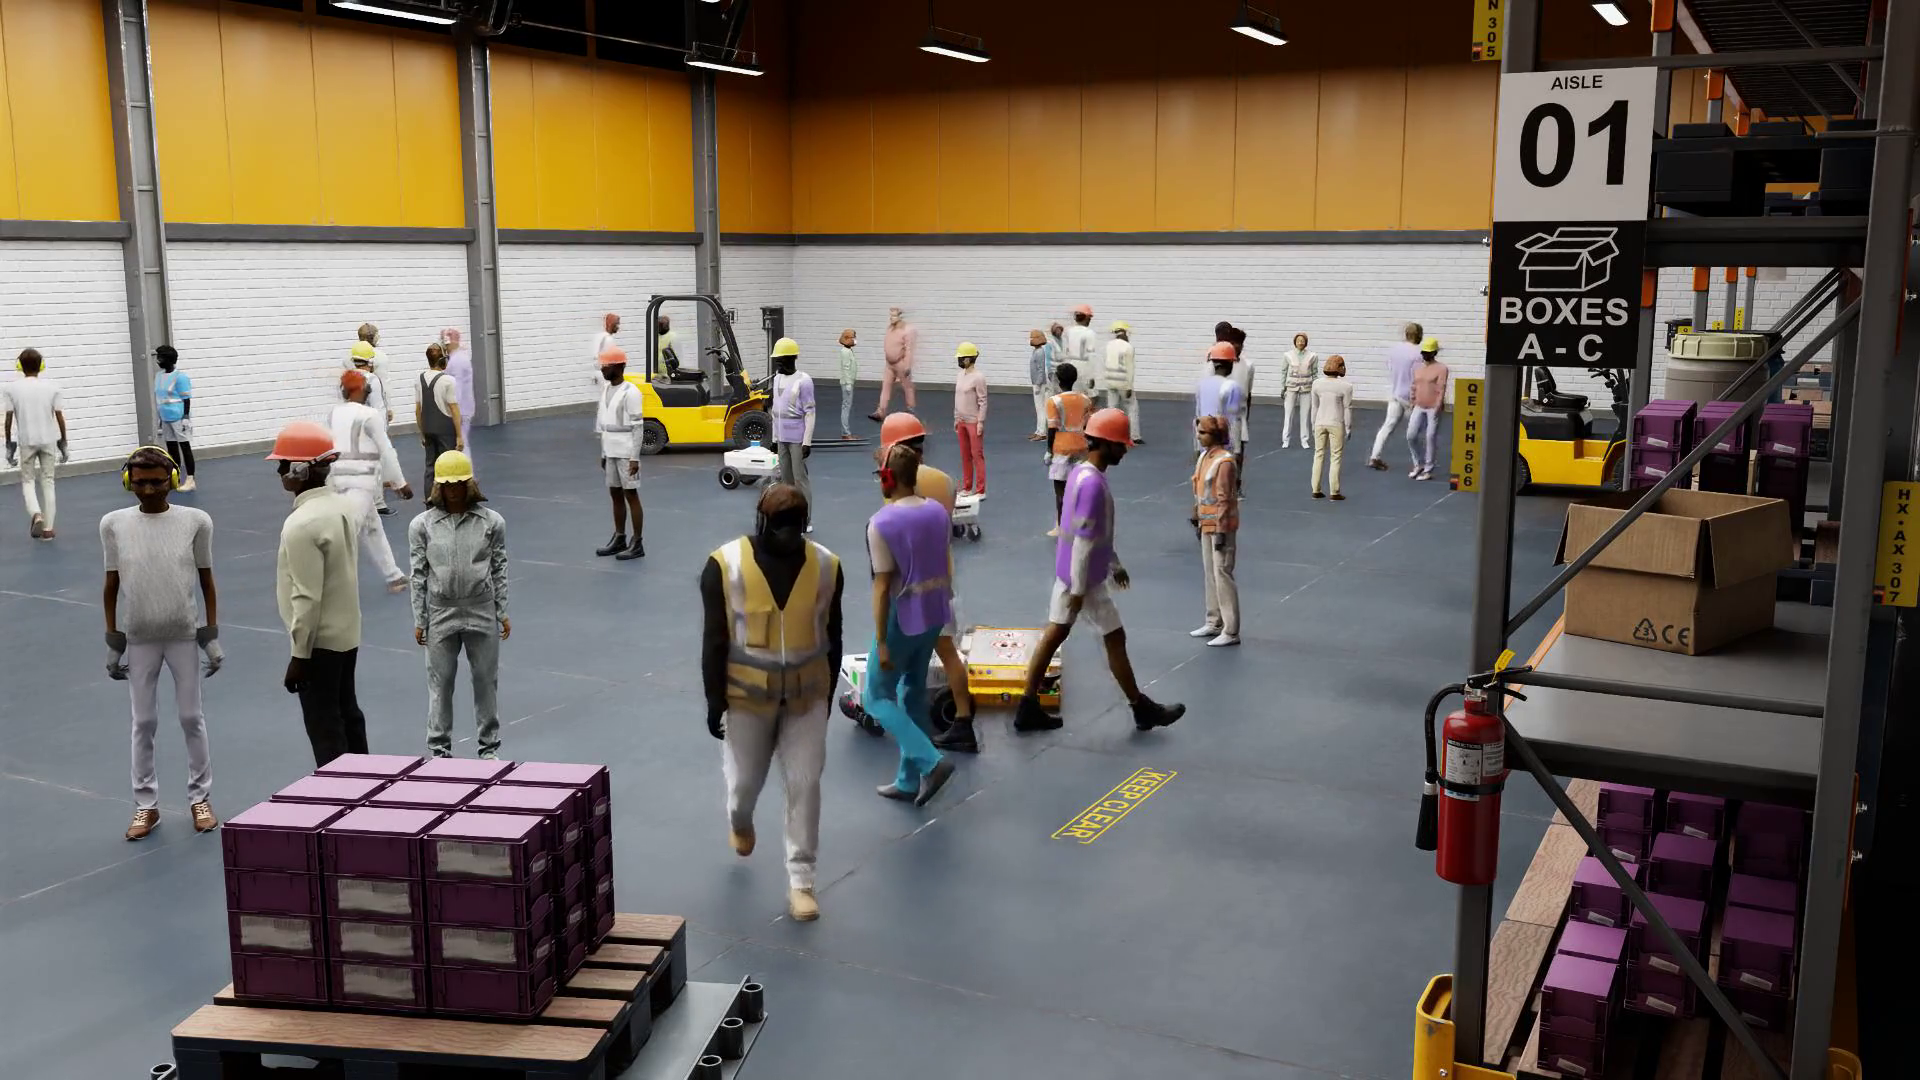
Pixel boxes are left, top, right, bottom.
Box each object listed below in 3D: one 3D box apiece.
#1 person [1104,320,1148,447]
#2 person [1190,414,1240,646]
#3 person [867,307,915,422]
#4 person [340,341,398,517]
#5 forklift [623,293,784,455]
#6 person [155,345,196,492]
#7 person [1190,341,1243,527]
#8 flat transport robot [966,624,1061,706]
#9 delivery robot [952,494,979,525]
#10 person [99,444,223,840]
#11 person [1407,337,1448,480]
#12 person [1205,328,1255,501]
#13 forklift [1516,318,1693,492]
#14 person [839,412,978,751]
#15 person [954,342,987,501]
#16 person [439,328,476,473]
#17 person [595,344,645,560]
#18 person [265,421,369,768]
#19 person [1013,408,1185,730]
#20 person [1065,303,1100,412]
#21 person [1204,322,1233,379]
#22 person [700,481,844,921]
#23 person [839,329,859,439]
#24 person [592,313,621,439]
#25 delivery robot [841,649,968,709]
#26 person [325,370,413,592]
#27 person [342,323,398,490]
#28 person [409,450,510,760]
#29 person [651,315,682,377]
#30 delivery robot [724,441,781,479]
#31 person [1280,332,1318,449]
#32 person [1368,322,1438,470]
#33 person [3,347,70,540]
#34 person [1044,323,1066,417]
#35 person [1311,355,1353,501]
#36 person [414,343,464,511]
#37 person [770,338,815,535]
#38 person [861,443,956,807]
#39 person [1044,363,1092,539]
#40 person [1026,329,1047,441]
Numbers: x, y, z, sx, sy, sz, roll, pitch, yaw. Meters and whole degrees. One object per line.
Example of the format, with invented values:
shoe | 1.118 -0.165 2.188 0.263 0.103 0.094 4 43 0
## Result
person | 2.349 -2.204 23.564 0.716 1.794 0.598 -8 12 -38
person | 1.799 -0.075 11.706 0.320 1.628 0.515 -2 10 -12
person | -1.067 -2.822 26.906 0.664 1.861 0.994 8 13 40
person | -6.162 -1.152 17.334 0.600 1.833 0.404 7 12 34
forklift | -3.588 -2.317 23.042 2.313 2.155 1.214 -1 10 -5
person | -9.056 -1.399 19.170 0.536 1.695 0.321 6 11 29
person | 2.406 -0.904 15.652 0.533 1.922 0.560 -6 12 -33
flat transport robot | 0.322 0.782 10.663 0.652 0.197 1.431 1 10 4
delivery robot | -0.166 -0.290 15.781 0.707 0.478 0.477 -7 12 -35
person | -3.761 0.477 7.841 0.508 1.861 0.329 -4 10 -20
person | 5.619 -1.576 20.057 0.418 1.744 0.537 -9 13 -41
person | 3.002 -1.443 18.777 0.608 1.930 0.943 -2 10 -13
forklift | 7.066 -1.601 18.899 2.313 2.155 1.214 5 11 27
person | -0.276 0.227 9.307 1.022 1.850 0.614 9 14 44
person | 0.089 -1.302 18.410 0.326 1.766 0.533 -6 12 -33
person | -5.835 -1.511 19.273 0.428 1.890 0.716 -3 10 -17
person | -3.067 -0.788 14.937 0.547 1.937 0.379 10 14 44
person | -2.924 0.451 7.599 0.381 1.994 0.615 0 10 -2
person | 0.770 0.186 9.482 0.994 1.877 0.557 -1 10 -5
person | 1.796 -2.424 24.164 0.418 2.016 0.635 -7 12 -36
person | 3.142 -1.706 20.321 0.397 1.915 0.587 4 10 20
person | -0.792 0.633 7.062 0.623 1.818 0.755 -3 10 -15
person | -1.628 -2.269 24.390 0.277 1.633 0.507 0 10 0
person | -5.213 -2.407 24.540 0.457 1.854 0.613 -4 11 -24
delivery robot | -0.326 0.773 9.629 0.707 0.478 0.477 -3 10 -16
person | -4.779 -0.430 13.196 0.594 1.827 0.975 7 12 37
person | -6.843 -1.539 19.296 0.627 1.936 0.373 4 11 23
person | -2.579 0.400 8.616 0.493 1.743 0.312 -4 10 -21
person | -4.478 -2.582 25.724 0.805 1.817 0.641 -7 12 -35
delivery robot | -2.383 -0.916 19.406 0.707 0.478 0.477 4 11 22
person | 4.766 -2.098 23.383 0.521 1.638 0.311 1 10 6
person | 5.605 -1.806 21.038 1.035 1.890 0.648 -5 11 -27
person | -8.801 -0.906 15.862 0.539 1.854 0.438 -5 11 -28
person | 1.534 -2.754 27.240 0.472 1.610 0.533 9 13 42
person | 4.130 -1.248 18.508 0.493 1.624 0.280 8 12 37
person | -5.224 -1.055 16.747 0.514 1.845 0.337 4 11 21
person | -1.660 -1.006 16.231 0.381 1.924 0.593 -9 13 -41
person | -0.234 0.438 8.167 0.478 1.822 0.557 8 12 38
person | 1.031 -0.854 16.007 0.540 1.697 0.317 -7 12 -35
person | 1.132 -2.259 24.326 0.281 1.634 0.498 0 10 -2
